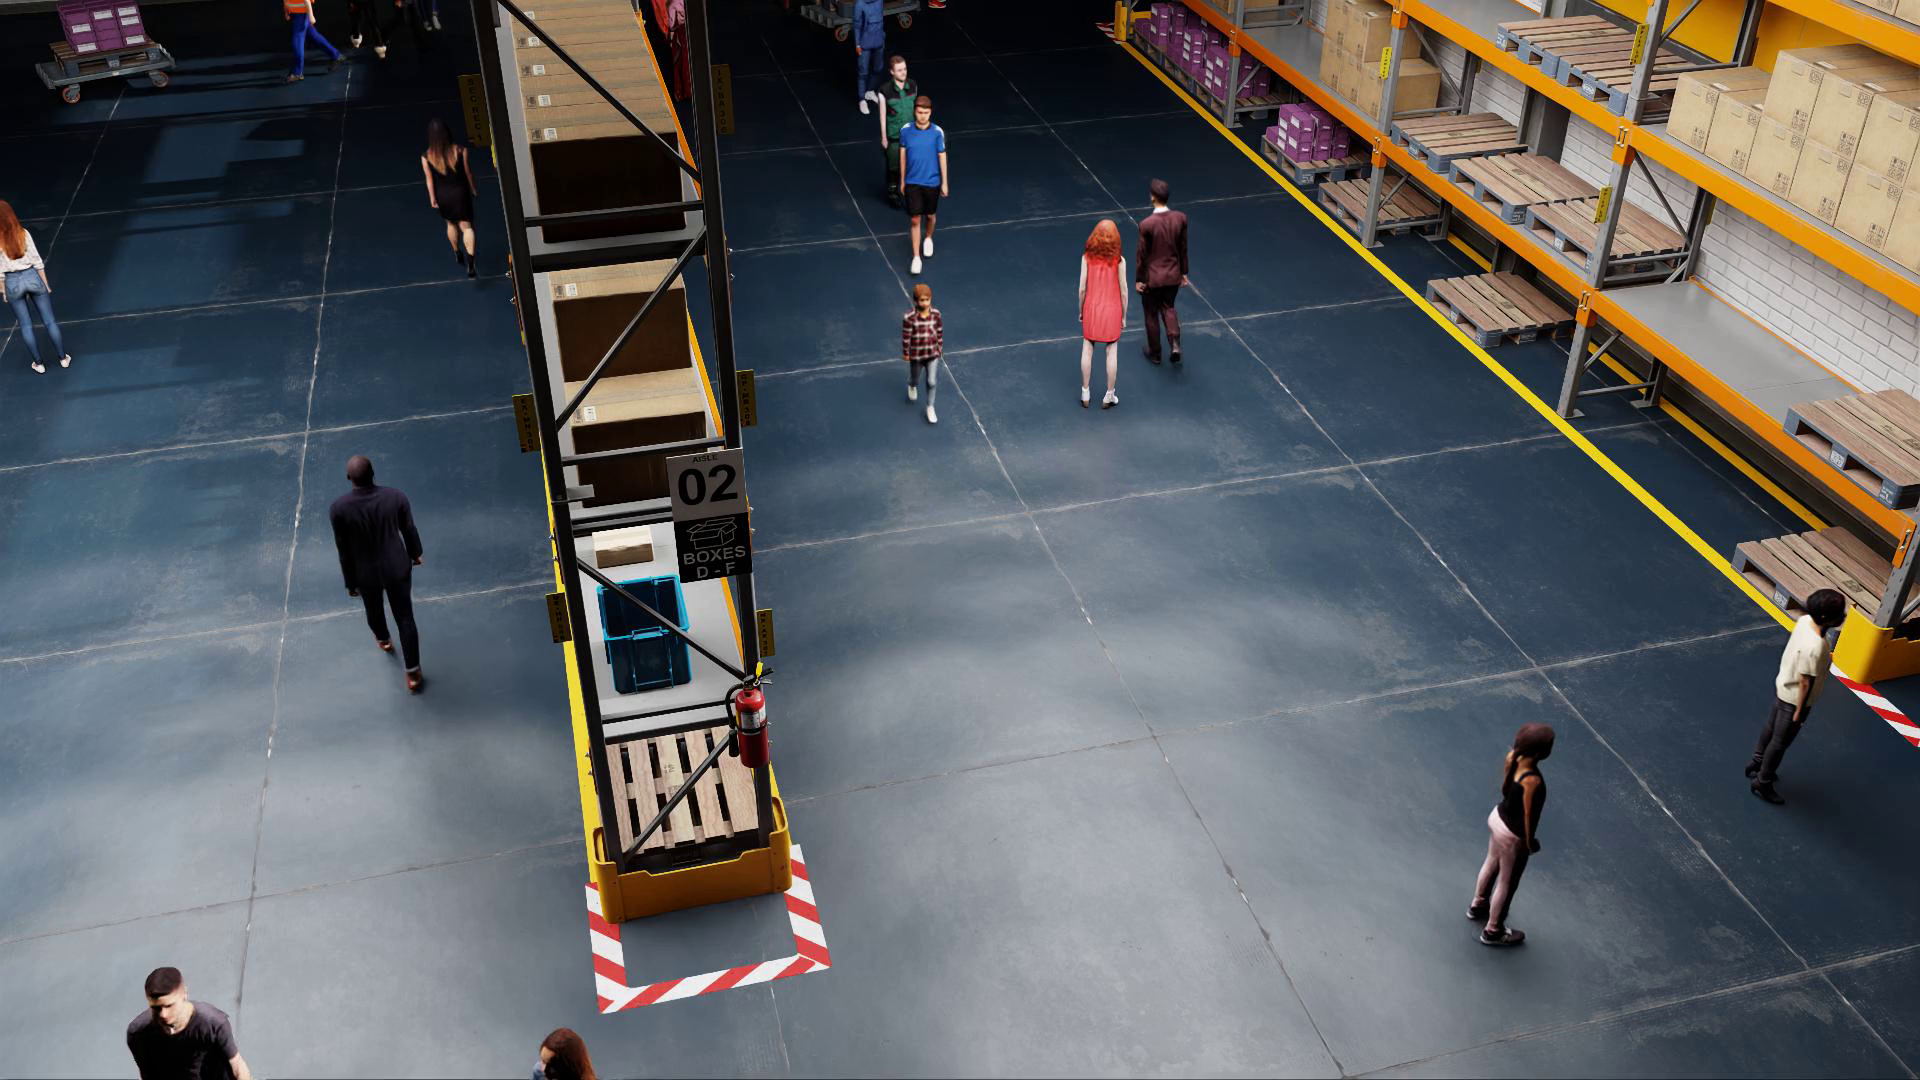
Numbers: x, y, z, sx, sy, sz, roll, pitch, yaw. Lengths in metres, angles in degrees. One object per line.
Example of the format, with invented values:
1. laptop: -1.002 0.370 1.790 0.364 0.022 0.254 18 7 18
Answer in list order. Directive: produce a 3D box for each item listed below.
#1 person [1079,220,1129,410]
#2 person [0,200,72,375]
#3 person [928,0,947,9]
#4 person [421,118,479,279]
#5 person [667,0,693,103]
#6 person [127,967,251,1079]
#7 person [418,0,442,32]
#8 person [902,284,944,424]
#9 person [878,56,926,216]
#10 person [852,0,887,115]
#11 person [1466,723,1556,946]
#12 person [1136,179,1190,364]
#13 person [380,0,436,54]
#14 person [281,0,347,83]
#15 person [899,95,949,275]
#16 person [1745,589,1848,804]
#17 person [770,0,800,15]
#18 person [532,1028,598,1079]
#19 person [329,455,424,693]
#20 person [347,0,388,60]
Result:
1. person: 1.285 -2.035 15.066 0.667 1.828 0.674 9 35 14
2. person: -8.841 -2.405 15.713 0.639 1.727 0.611 -20 38 -27
3. person: -0.407 -9.301 26.007 0.785 1.816 0.640 0 34 1
4. person: -5.300 -3.550 17.475 0.640 1.683 1.012 -8 34 -12
5. person: -3.674 -6.706 22.265 0.735 1.637 0.718 -21 39 -28
6. person: -3.652 2.648 8.102 0.682 1.737 0.946 -7 34 -10
7. person: -7.991 -8.431 24.730 0.670 1.780 0.984 -14 36 -19
8. person: -0.348 -1.742 15.107 0.534 1.292 0.797 -8 34 -12
9. person: -0.719 -4.635 18.996 0.808 1.806 1.123 -16 37 -22
10. person: -1.216 -6.592 21.940 0.829 1.806 0.856 -24 40 -31
11. person: 3.213 1.688 9.702 0.621 1.563 0.500 -2 34 -3
12. person: 1.922 -2.461 15.688 0.714 1.847 0.858 -9 35 -13
13. person: -8.084 -7.833 23.860 1.004 1.748 1.089 5 34 7
14. person: -9.035 -7.315 22.990 1.124 1.849 1.258 -26 42 -34
15. person: -0.383 -3.867 17.809 0.859 1.841 1.138 0 34 0
16. person: 5.396 0.985 10.739 0.716 1.588 0.590 9 35 13
17. person: -2.776 -8.966 25.580 0.737 1.731 0.678 -16 37 -23
18. person: -1.816 2.850 8.054 0.994 1.453 1.033 19 38 26
19. person: -4.028 0.280 11.622 0.801 1.783 1.097 -13 36 -19
20. person: -8.620 -7.793 23.907 0.686 1.629 1.125 -10 35 -15
